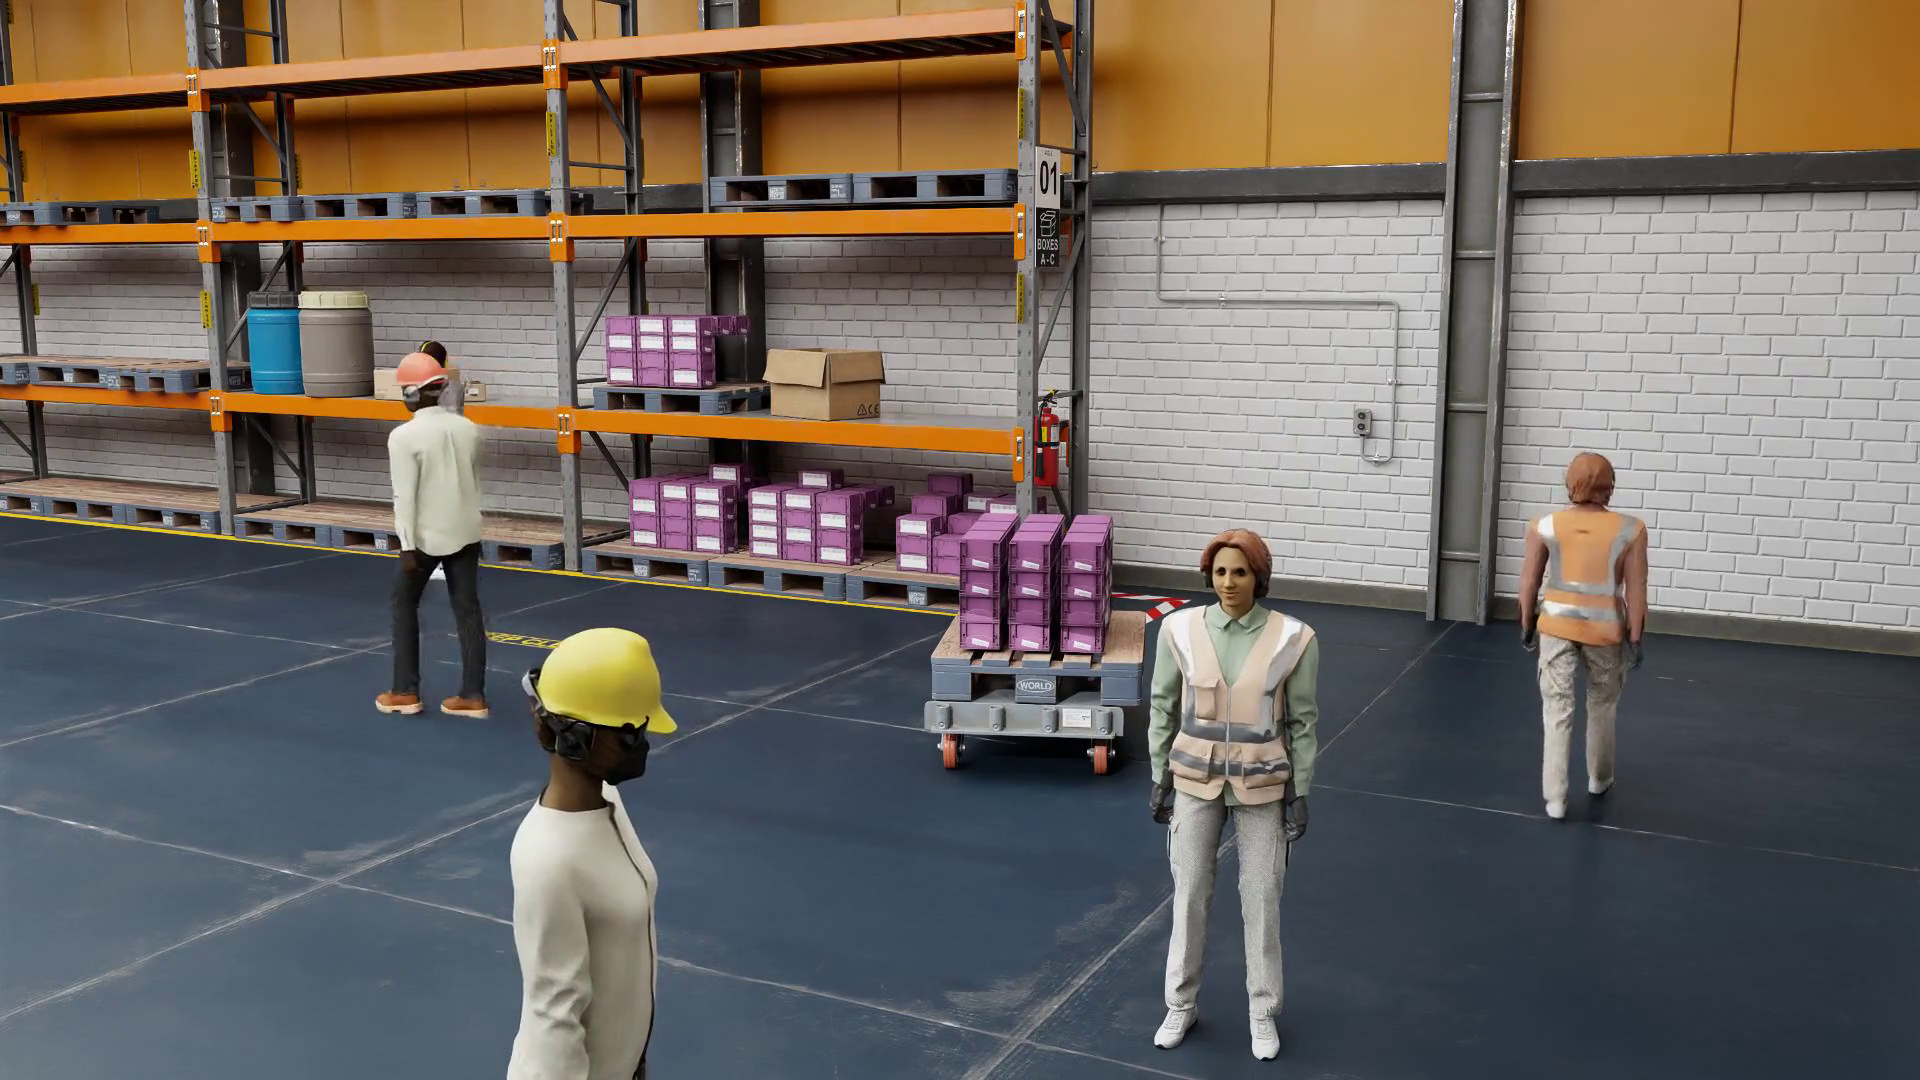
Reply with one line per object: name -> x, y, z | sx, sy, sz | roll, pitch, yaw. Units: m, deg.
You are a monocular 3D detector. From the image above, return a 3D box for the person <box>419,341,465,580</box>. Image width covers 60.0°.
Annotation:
person -> -4.067, -0.618, 13.010 | 0.309, 1.861, 0.535 | 5, 11, 29

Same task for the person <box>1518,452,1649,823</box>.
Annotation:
person -> 2.784, 0.411, 7.443 | 0.542, 1.607, 0.771 | 4, 10, 23

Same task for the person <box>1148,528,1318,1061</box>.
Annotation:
person -> 0.832, 0.772, 5.118 | 0.514, 1.641, 0.308 | 3, 10, 15

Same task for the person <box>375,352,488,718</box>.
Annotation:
person -> -2.876, -0.024, 9.001 | 0.771, 1.965, 0.633 | 6, 11, 34

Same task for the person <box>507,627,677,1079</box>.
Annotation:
person -> -0.682, 1.032, 3.153 | 0.321, 1.761, 0.522 | -1, 9, -3
